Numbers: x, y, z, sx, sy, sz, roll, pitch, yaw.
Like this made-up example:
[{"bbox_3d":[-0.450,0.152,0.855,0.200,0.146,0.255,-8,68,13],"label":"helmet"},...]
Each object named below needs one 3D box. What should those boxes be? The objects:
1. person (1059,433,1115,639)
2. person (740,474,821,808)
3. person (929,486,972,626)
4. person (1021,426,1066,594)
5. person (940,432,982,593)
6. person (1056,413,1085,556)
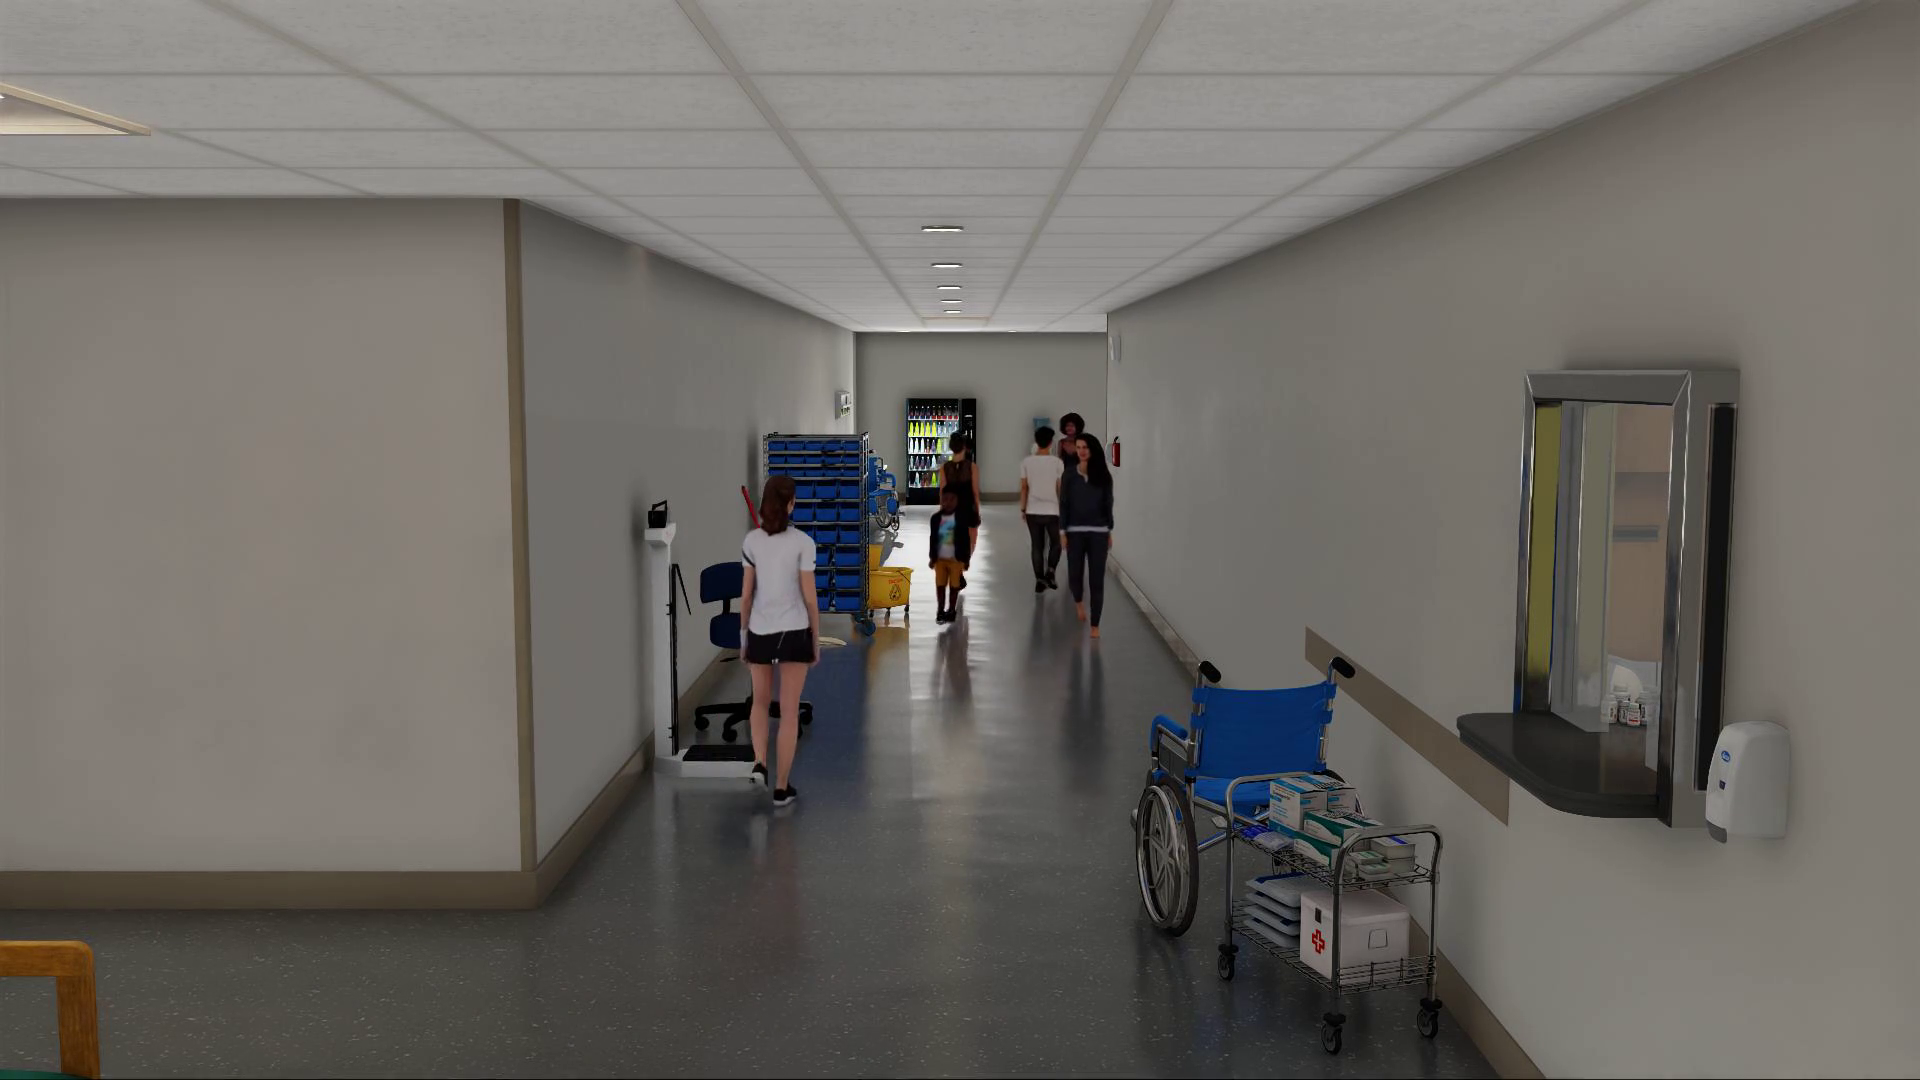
[{"bbox_3d":[1.102,-0.043,14.413,0.923,1.750,0.757,1,6,5],"label":"person"},{"bbox_3d":[-0.968,0.539,8.654,0.629,1.745,0.686,1,6,8],"label":"person"},{"bbox_3d":[-0.094,0.138,15.094,0.675,1.254,0.636,1,6,5],"label":"person"},{"bbox_3d":[0.841,-0.307,17.075,0.626,1.711,0.742,1,6,11],"label":"person"},{"bbox_3d":[-0.011,-0.266,17.062,0.839,1.663,0.743,1,6,13],"label":"person"},{"bbox_3d":[1.404,-0.682,20.617,0.639,1.780,0.698,1,6,10],"label":"person"}]
